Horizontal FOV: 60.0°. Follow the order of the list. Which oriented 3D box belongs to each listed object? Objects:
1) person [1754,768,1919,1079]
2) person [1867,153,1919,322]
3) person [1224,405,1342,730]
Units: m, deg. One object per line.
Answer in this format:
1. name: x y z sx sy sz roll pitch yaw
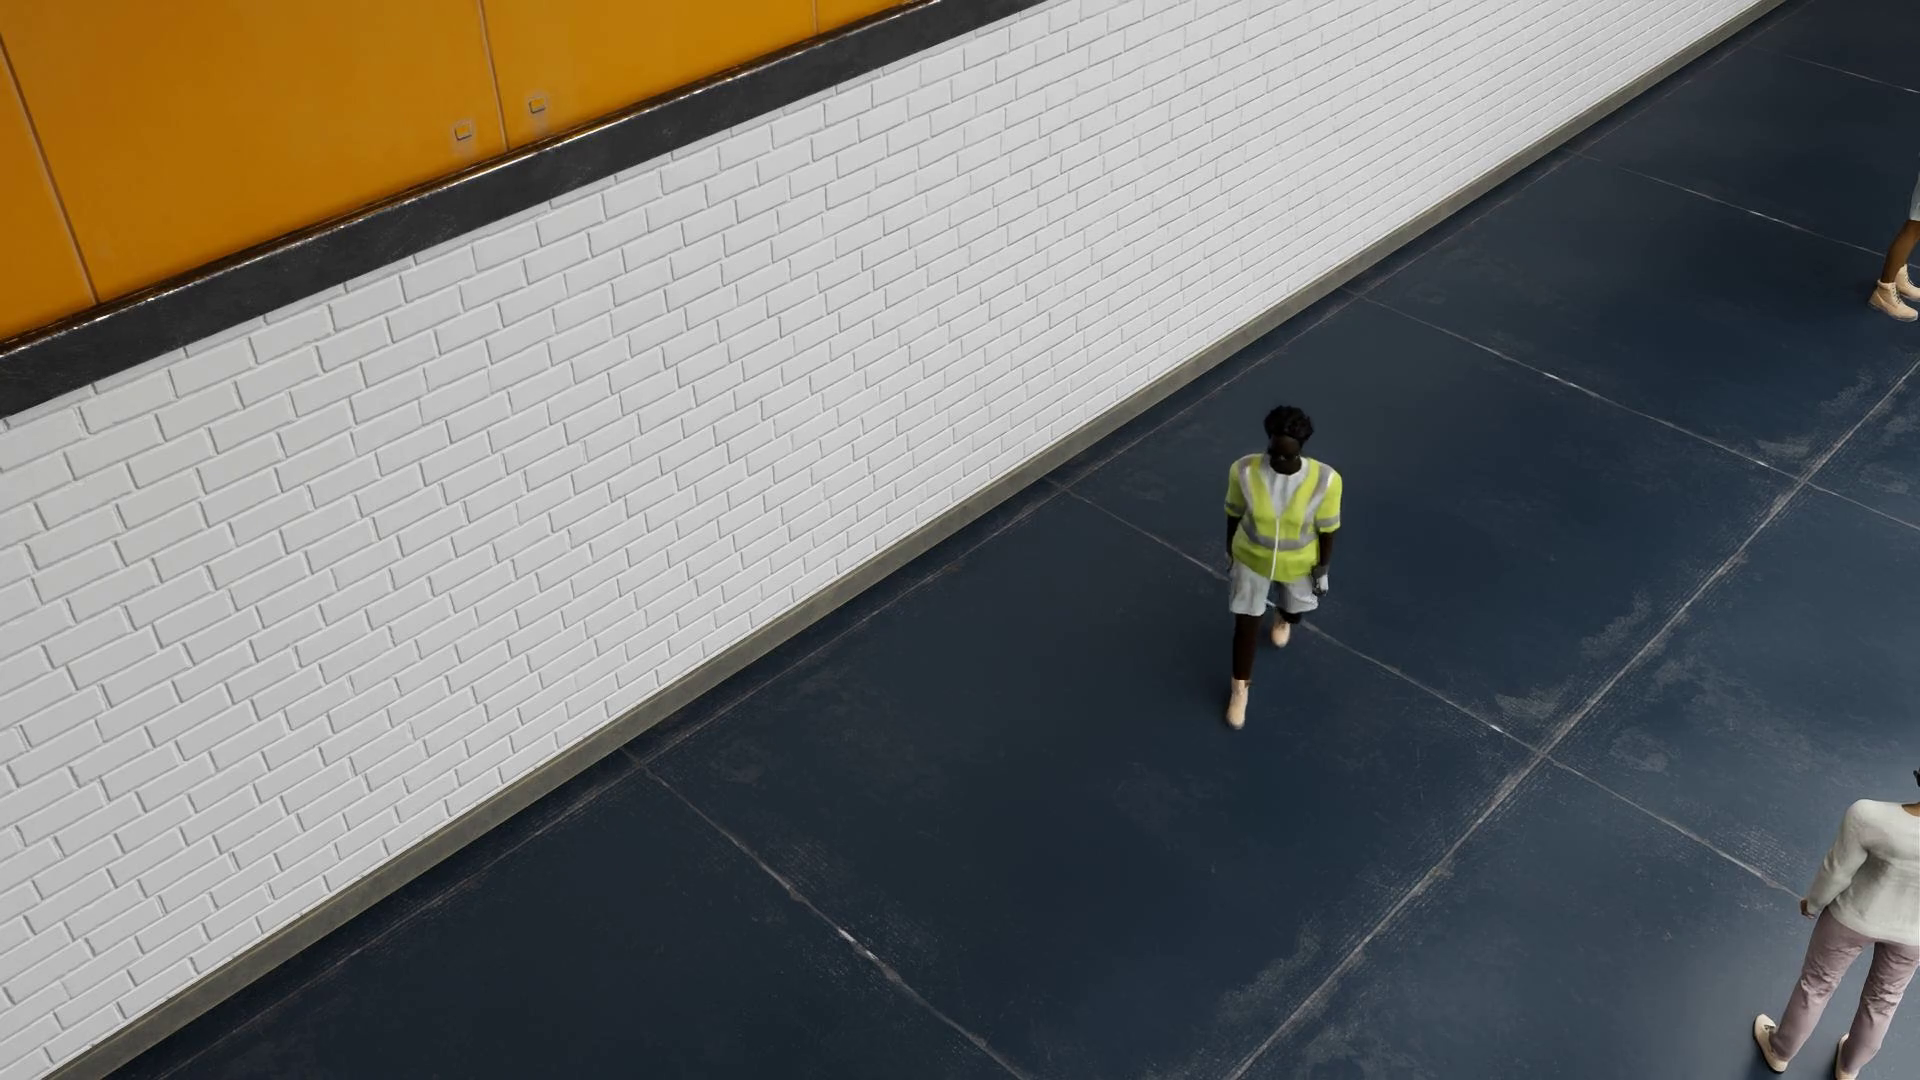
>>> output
1. person: 3.334 1.354 6.029 0.521 1.768 0.308 11 40 13
2. person: 6.240 -2.370 10.465 0.374 2.043 0.607 27 46 30
3. person: 1.473 0.040 7.741 0.529 1.671 0.735 9 39 11
